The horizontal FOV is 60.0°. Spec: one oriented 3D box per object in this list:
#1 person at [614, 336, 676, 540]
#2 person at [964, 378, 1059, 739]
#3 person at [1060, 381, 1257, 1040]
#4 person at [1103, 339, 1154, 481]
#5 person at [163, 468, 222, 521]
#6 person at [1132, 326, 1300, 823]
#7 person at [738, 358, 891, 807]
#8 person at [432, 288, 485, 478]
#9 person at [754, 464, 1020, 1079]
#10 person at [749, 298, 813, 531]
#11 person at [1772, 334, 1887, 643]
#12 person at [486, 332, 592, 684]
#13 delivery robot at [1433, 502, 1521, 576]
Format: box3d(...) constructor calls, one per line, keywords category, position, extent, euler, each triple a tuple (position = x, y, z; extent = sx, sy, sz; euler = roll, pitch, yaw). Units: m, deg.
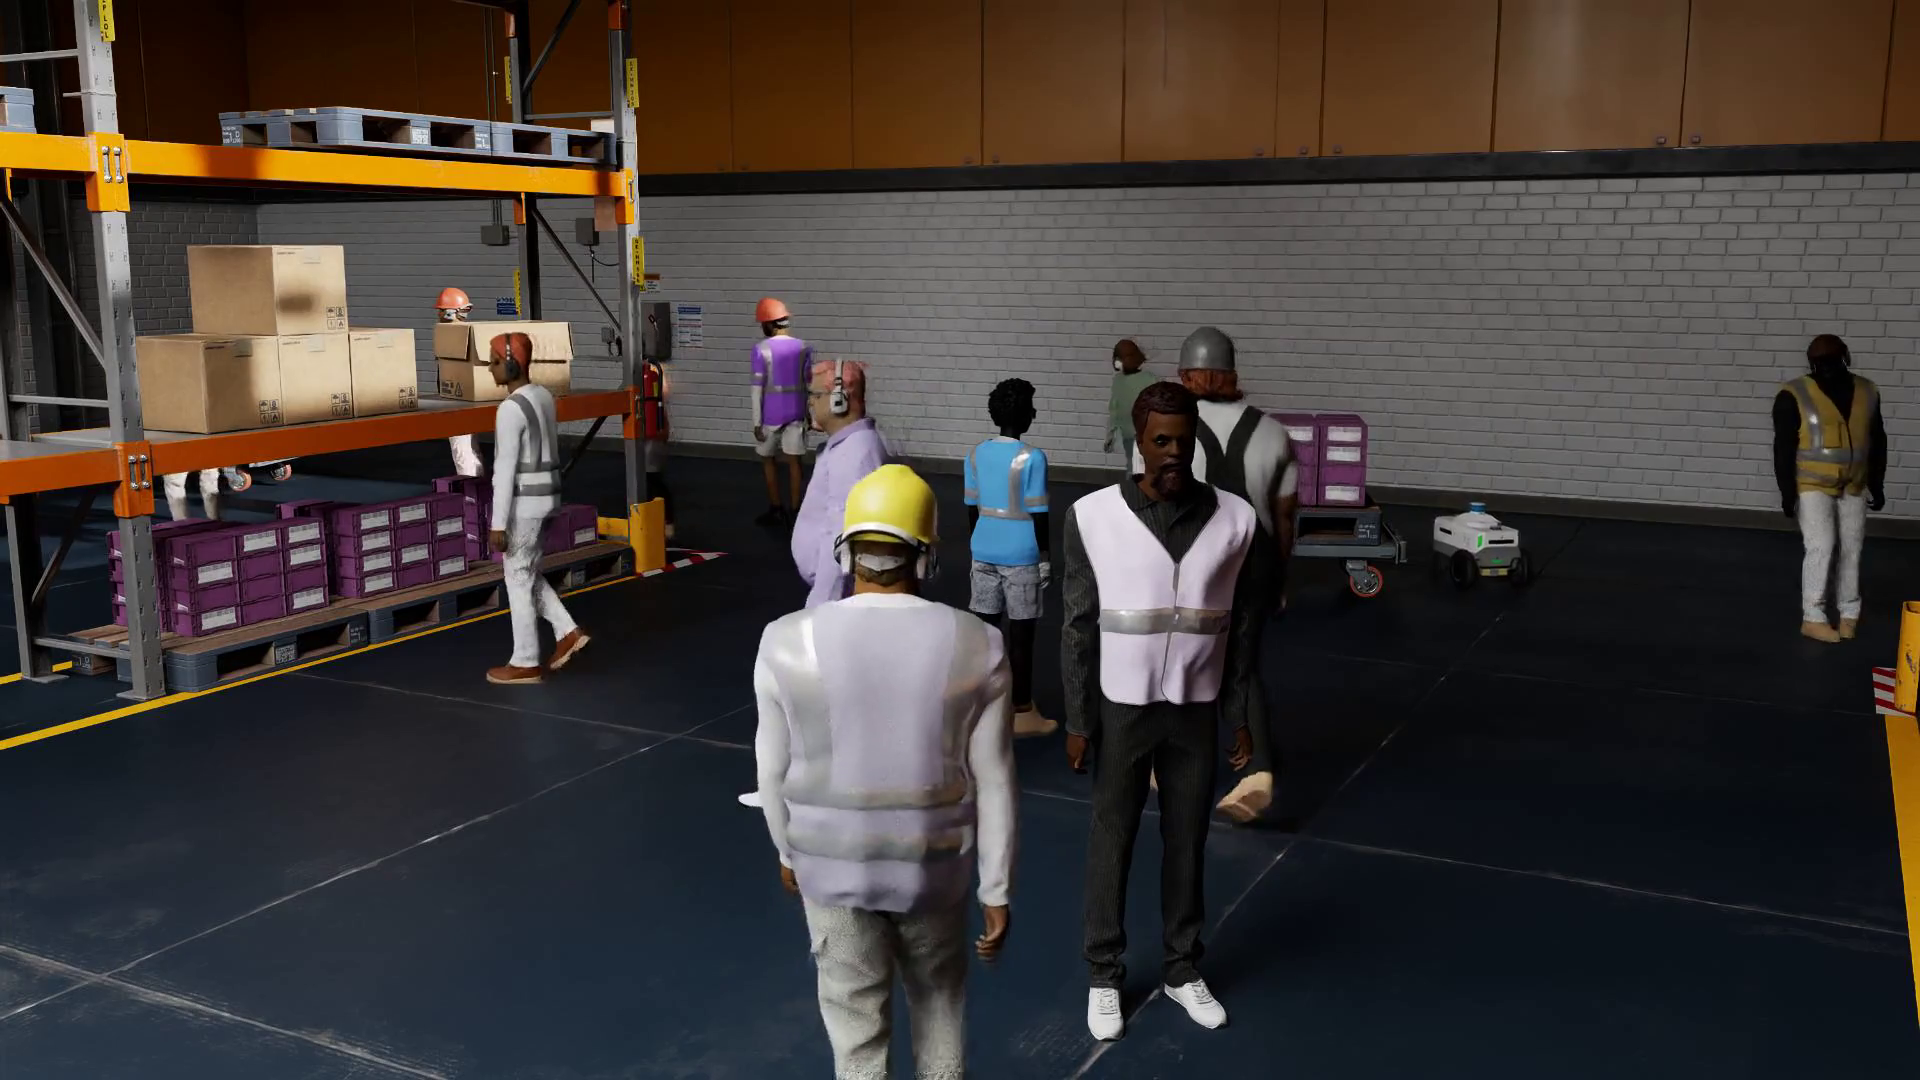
box3d(category="person", position=(-2.521, -0.818, 13.170), extent=(0.564, 1.660, 0.596), euler=(0, 10, 3))
box3d(category="person", position=(0.237, 0.085, 7.874), extent=(0.322, 1.697, 0.530), euler=(-9, 13, -41))
box3d(category="person", position=(0.581, 0.492, 4.885), extent=(0.591, 1.919, 0.392), euler=(-2, 10, -13))
box3d(category="person", position=(1.385, -0.819, 13.469), extent=(0.869, 1.574, 0.540), euler=(-6, 11, -30))
box3d(category="person", position=(-5.852, -0.700, 12.688), extent=(0.327, 1.610, 0.618), euler=(8, 12, 38))
box3d(category="person", position=(1.039, 0.120, 6.682), extent=(0.707, 2.000, 0.860), euler=(-2, 10, -10))
box3d(category="person", position=(-0.416, 0.204, 6.697), extent=(0.911, 1.871, 0.643), euler=(-1, 10, -8))
box3d(category="person", position=(-4.131, -1.077, 13.741), extent=(0.377, 1.995, 0.608), euler=(0, 10, 0))
box3d(category="person", position=(-0.171, 0.733, 3.812), extent=(0.585, 1.808, 0.454), euler=(-1, 10, -6))
box3d(category="person", position=(-1.458, -1.029, 13.731), extent=(0.643, 1.916, 0.525), euler=(-5, 11, -28))
box3d(category="person", position=(5.128, -0.304, 9.830), extent=(0.663, 1.805, 0.441), euler=(-1, 10, -6))
box3d(category="person", position=(-2.282, -0.155, 8.740), extent=(0.444, 1.875, 0.611), euler=(1, 10, 6))
box3d(category="delivery robot", position=(3.570, -0.017, 11.500), extent=(0.477, 0.478, 0.707), euler=(-2, 10, -10))
